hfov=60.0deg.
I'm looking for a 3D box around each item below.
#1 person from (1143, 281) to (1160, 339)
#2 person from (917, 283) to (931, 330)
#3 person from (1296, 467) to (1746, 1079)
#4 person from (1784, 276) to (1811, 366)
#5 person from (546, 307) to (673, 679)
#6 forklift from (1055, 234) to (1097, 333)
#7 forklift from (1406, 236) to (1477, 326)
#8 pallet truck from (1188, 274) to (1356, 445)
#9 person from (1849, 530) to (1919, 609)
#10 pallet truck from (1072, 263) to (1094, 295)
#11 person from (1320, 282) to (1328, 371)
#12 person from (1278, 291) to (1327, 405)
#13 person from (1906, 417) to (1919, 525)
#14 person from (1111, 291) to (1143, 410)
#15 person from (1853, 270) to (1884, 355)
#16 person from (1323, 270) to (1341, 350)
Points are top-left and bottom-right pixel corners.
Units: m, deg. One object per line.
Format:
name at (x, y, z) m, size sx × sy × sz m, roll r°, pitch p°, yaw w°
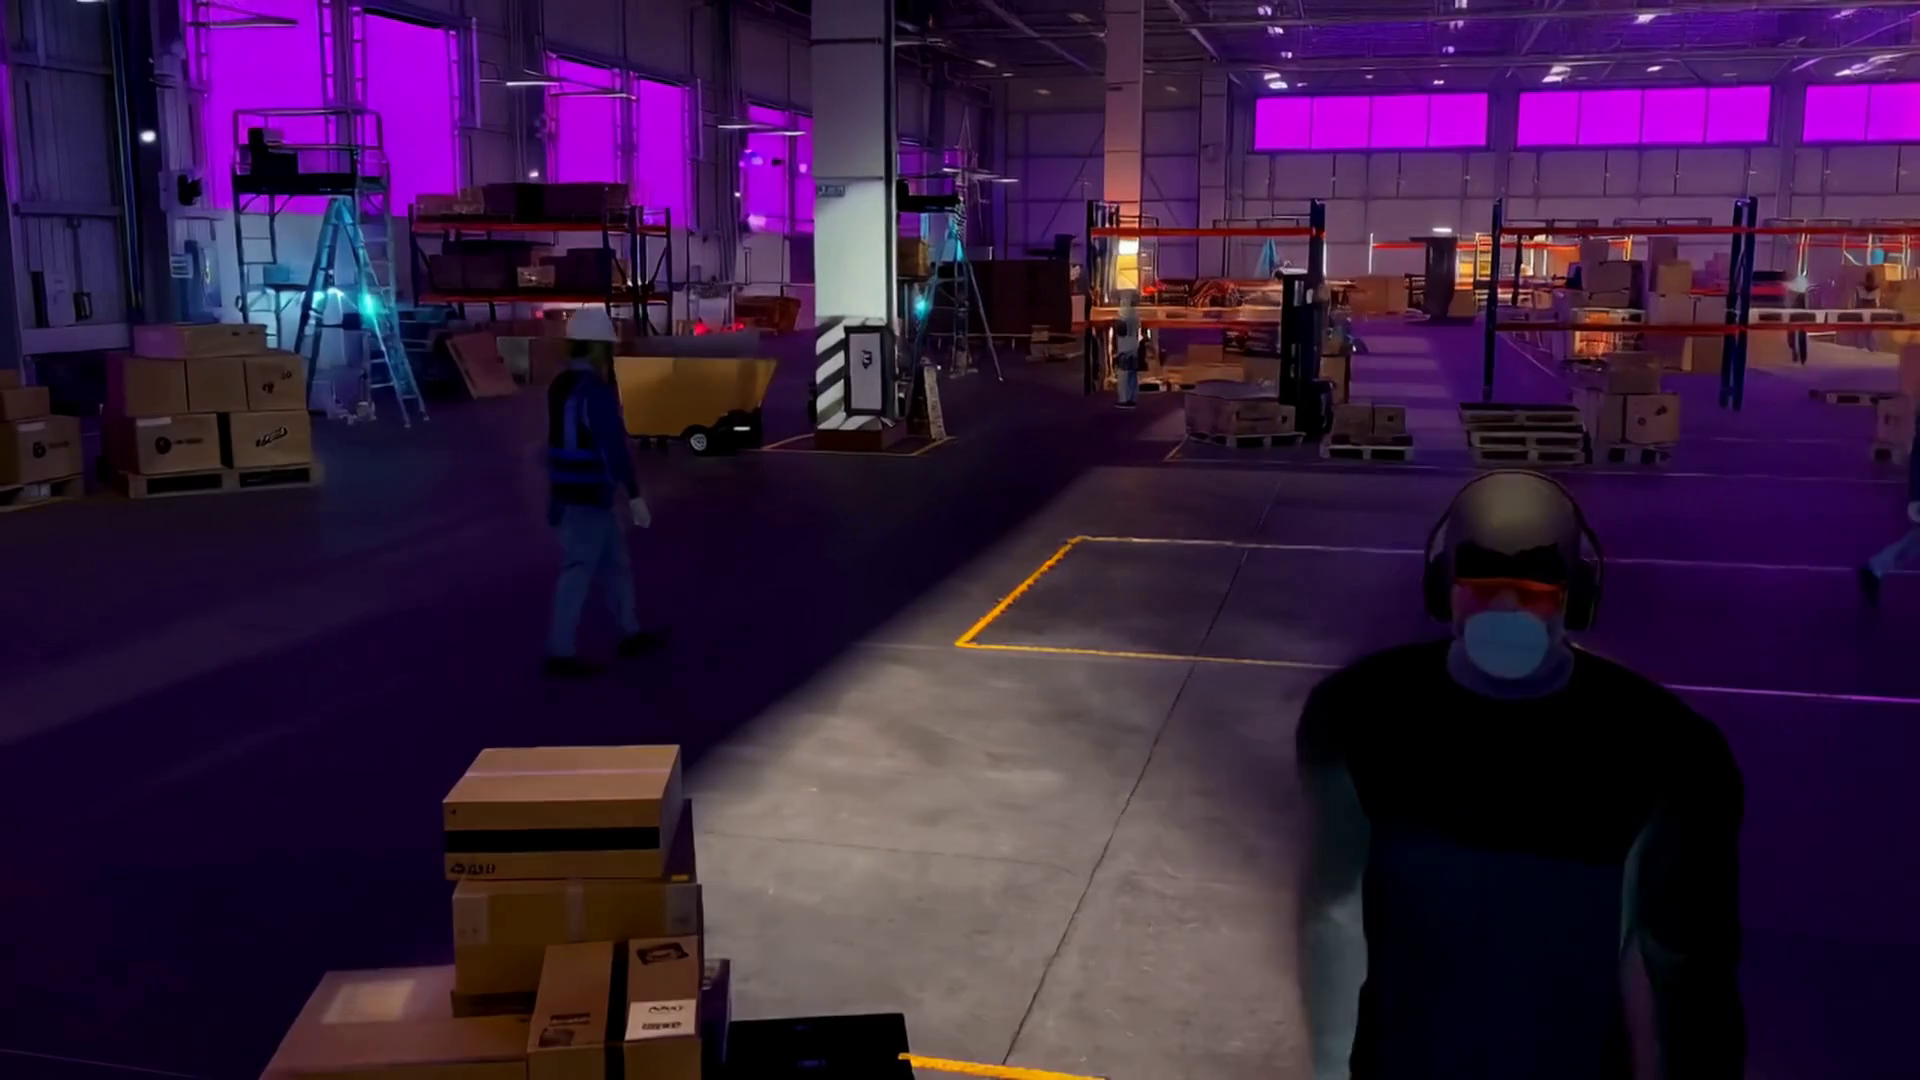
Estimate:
person at (4.914, -6.303, 44.439) m, size 1.006 × 1.900 × 0.639 m, roll -4°, pitch 10°, yaw -23°
person at (-1.072, -7.320, 50.318) m, size 0.390 × 1.927 × 0.546 m, roll 8°, pitch 12°, yaw 39°
person at (0.808, 0.820, 2.511) m, size 0.647 × 1.889 × 1.044 m, roll 4°, pitch 10°, yaw 23°
person at (16.800, -4.364, 33.276) m, size 0.599 × 1.813 × 0.361 m, roll -3°, pitch 10°, yaw -18°
person at (-1.821, -0.245, 8.692) m, size 0.871 × 1.913 × 0.617 m, roll -5°, pitch 11°, yaw -29°
forklift at (2.951, -7.337, 47.606) m, size 1.873 × 2.768 × 1.129 m, roll 2°, pitch 10°, yaw 14°
forklift at (15.199, -8.122, 52.227) m, size 1.873 × 2.768 × 1.129 m, roll -2°, pitch 10°, yaw -12°
pallet truck at (3.653, -2.138, 19.590) m, size 1.885 × 1.965 × 0.823 m, roll -4°, pitch 10°, yaw -20°
person at (5.752, -0.441, 9.763) m, size 0.626 × 1.955 × 0.870 m, roll -9°, pitch 13°, yaw -41°
pallet truck at (4.325, -8.180, 55.162) m, size 0.823 × 1.965 × 1.885 m, roll 6°, pitch 11°, yaw 31°
person at (6.886, -4.111, 31.974) m, size 0.485 × 1.736 × 0.321 m, roll -5°, pitch 11°, yaw -28°
person at (4.640, -2.477, 22.357) m, size 0.819 × 1.742 × 0.540 m, roll 1°, pitch 10°, yaw 6°
person at (5.352, -0.248, 8.751) m, size 0.579 × 1.897 × 0.815 m, roll 1°, pitch 10°, yaw 7°
person at (2.385, -2.707, 23.817) m, size 0.535 × 1.699 × 0.318 m, roll -8°, pitch 13°, yaw -40°
person at (20.223, -5.042, 37.014) m, size 0.623 × 1.877 × 0.959 m, roll 3°, pitch 10°, yaw 17°
person at (8.661, -5.458, 39.470) m, size 0.650 × 1.883 × 1.029 m, roll -9°, pitch 13°, yaw -44°
